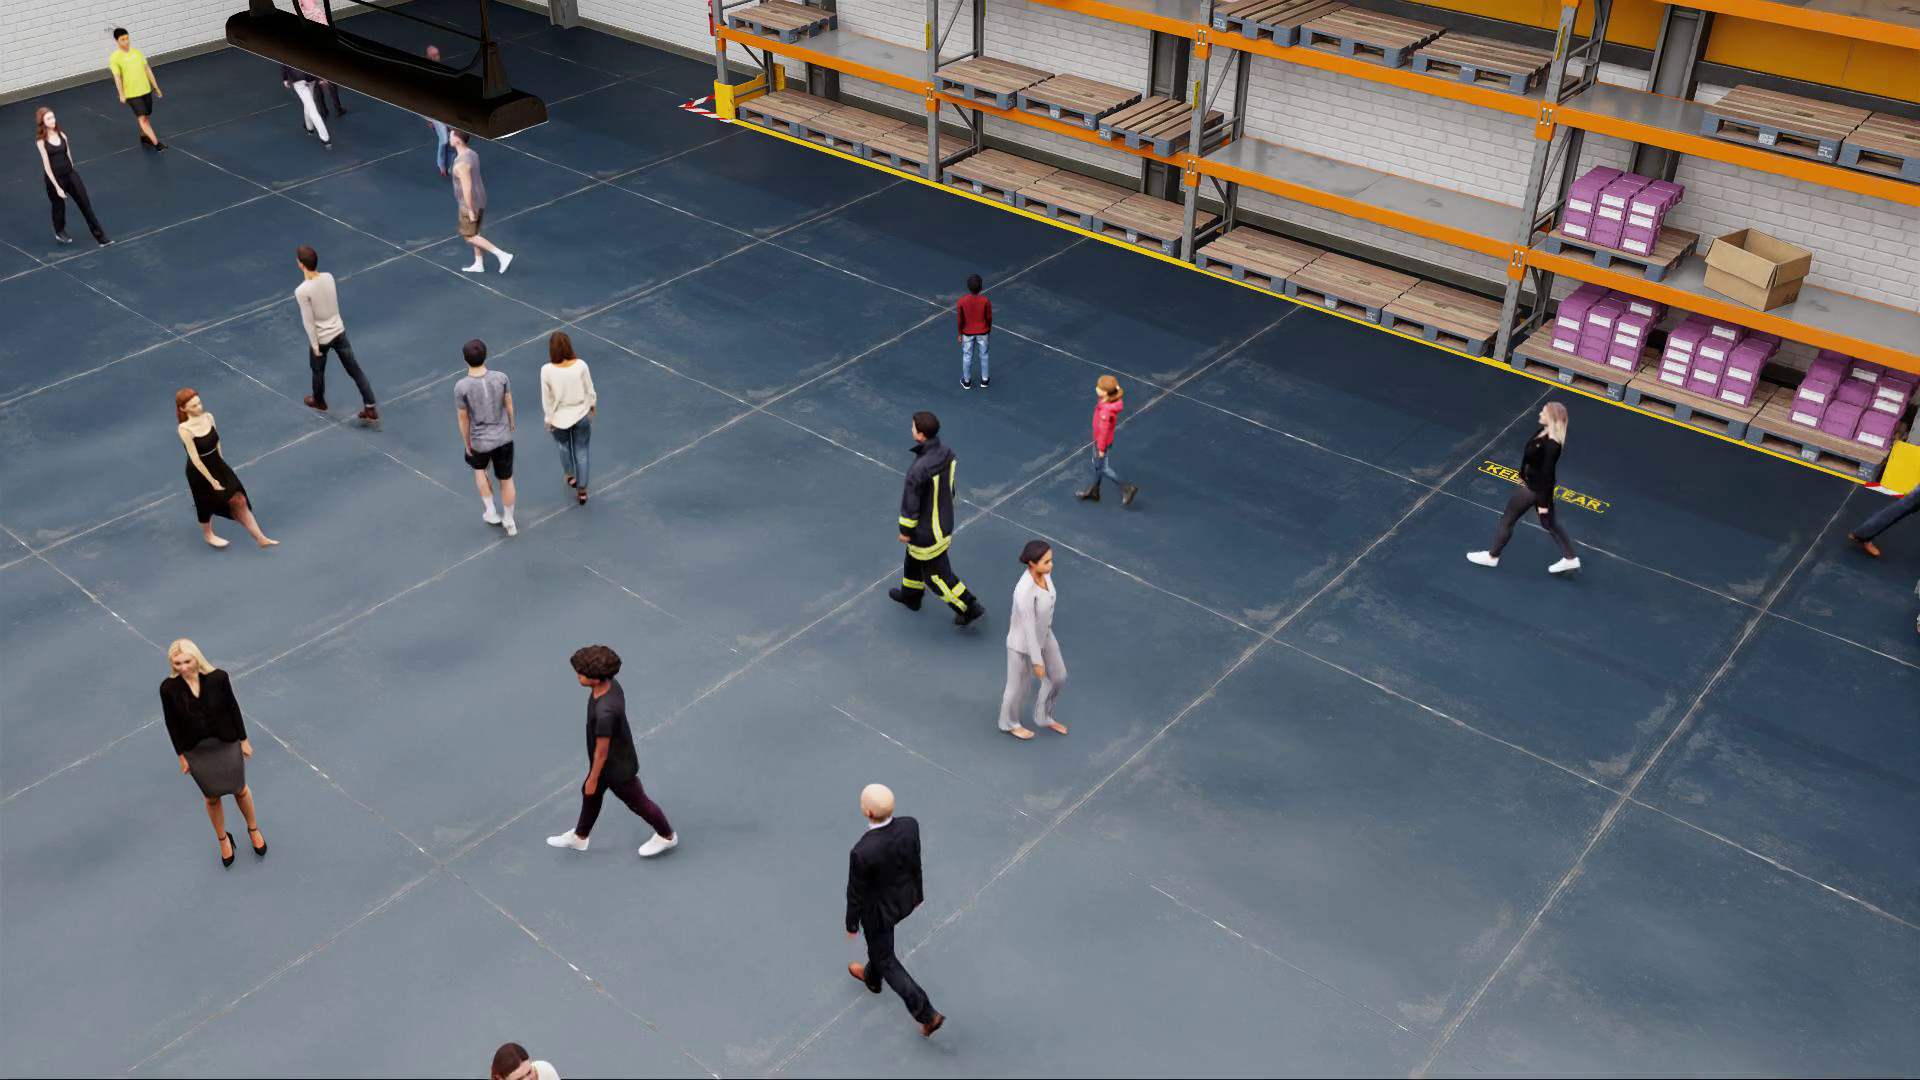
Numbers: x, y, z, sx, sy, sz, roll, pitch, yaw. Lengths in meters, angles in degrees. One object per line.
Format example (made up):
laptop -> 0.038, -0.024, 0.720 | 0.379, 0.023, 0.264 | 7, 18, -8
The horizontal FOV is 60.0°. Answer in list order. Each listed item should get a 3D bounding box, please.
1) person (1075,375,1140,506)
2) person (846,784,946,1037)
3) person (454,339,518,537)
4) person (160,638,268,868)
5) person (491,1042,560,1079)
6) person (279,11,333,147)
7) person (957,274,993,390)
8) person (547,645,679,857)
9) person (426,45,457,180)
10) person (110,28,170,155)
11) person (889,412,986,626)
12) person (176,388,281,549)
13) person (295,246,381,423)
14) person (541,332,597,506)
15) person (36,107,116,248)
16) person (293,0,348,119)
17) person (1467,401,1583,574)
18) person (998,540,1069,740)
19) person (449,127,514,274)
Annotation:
person -> 1.364, -0.886, 15.041 | 0.895, 1.302, 0.735 | 7, 34, 11
person -> -0.386, 2.225, 9.937 | 1.125, 1.772, 0.714 | 27, 42, 35
person -> -4.056, -0.837, 14.473 | 0.778, 1.849, 0.825 | -16, 37, -22
person -> -4.978, 1.412, 11.095 | 0.680, 1.844, 0.674 | -15, 37, -22
person -> -2.285, 3.141, 8.649 | 0.965, 1.671, 0.618 | 28, 43, 35
person -> -8.898, -6.210, 22.618 | 0.811, 1.781, 1.309 | -25, 41, -32
person -> 0.155, -2.134, 16.961 | 0.585, 1.256, 0.648 | -2, 34, -3
person -> -2.236, 1.455, 11.127 | 1.060, 1.737, 1.127 | -10, 35, -14
person -> -6.776, -5.539, 21.607 | 0.580, 1.784, 0.636 | 26, 41, 33
person -> -11.204, -6.098, 22.557 | 1.086, 1.662, 0.714 | 19, 38, 26
person -> -0.179, -0.125, 13.357 | 1.258, 1.900, 0.972 | 14, 36, 20
person -> -6.553, -0.586, 14.331 | 1.061, 1.589, 0.740 | 14, 36, 20
person -> -6.068, -1.951, 16.172 | 1.244, 1.824, 0.783 | 19, 38, 26
person -> -3.502, -1.064, 14.980 | 0.832, 1.666, 0.901 | -8, 35, -12
person -> -10.759, -4.281, 19.796 | 1.198, 1.693, 0.714 | 18, 38, 25
person -> -9.132, -6.930, 23.684 | 0.739, 1.801, 0.796 | -3, 34, -5
person -> 4.964, -0.400, 14.000 | 1.239, 1.645, 0.886 | 12, 35, 17
person -> 0.440, 0.729, 12.239 | 0.789, 1.716, 0.721 | 18, 37, 24
person -> -5.567, -3.884, 19.202 | 1.050, 1.834, 0.912 | 4, 34, 6
